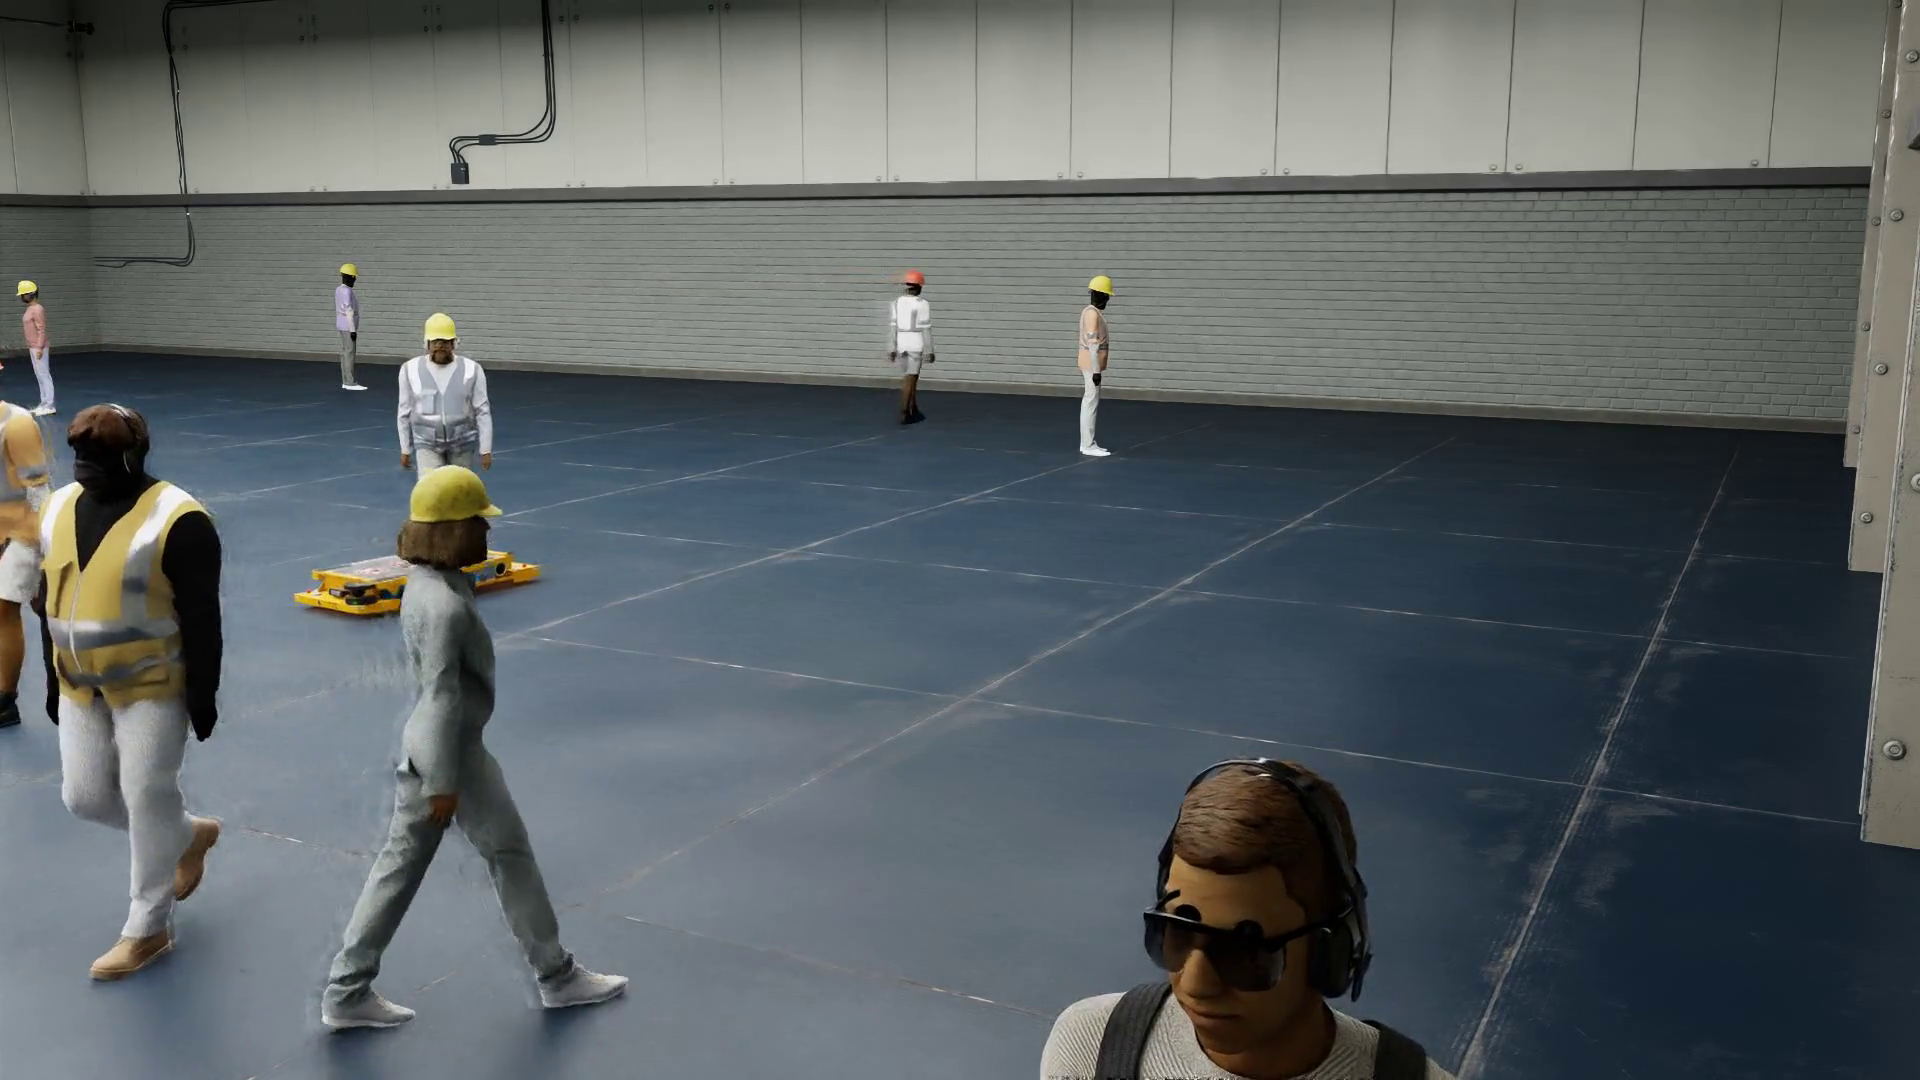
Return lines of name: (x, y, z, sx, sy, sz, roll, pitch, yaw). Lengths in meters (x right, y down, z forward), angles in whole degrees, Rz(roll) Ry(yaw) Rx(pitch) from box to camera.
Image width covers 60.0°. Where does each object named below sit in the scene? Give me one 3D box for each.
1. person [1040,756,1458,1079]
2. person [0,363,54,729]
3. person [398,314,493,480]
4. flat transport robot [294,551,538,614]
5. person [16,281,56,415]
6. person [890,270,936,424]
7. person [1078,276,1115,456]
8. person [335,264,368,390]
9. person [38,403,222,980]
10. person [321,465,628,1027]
person: (0.304, 1.114, 1.802, 0.508, 1.844, 0.332, 5, 12, 26)
person: (-4.492, -0.055, 8.104, 0.556, 1.892, 0.913, 9, 13, 39)
person: (-3.536, -0.640, 11.459, 0.626, 1.804, 0.759, -3, 11, -18)
flat transport robot: (-3.538, 0.236, 10.888, 0.652, 0.197, 1.431, 7, 12, 33)
person: (-12.133, -2.515, 21.831, 0.326, 1.760, 0.524, -8, 13, -39)
person: (-0.534, -2.417, 20.847, 0.566, 1.913, 0.698, 9, 14, 42)
person: (1.455, -1.859, 17.812, 0.380, 1.919, 0.585, 0, 10, 1)
person: (-9.295, -3.238, 25.334, 0.374, 1.919, 0.585, -6, 12, -30)
person: (-2.675, 0.458, 5.424, 0.640, 1.830, 0.609, 3, 11, 16)
person: (-1.500, 0.619, 4.911, 0.886, 1.697, 0.499, -5, 11, -25)
